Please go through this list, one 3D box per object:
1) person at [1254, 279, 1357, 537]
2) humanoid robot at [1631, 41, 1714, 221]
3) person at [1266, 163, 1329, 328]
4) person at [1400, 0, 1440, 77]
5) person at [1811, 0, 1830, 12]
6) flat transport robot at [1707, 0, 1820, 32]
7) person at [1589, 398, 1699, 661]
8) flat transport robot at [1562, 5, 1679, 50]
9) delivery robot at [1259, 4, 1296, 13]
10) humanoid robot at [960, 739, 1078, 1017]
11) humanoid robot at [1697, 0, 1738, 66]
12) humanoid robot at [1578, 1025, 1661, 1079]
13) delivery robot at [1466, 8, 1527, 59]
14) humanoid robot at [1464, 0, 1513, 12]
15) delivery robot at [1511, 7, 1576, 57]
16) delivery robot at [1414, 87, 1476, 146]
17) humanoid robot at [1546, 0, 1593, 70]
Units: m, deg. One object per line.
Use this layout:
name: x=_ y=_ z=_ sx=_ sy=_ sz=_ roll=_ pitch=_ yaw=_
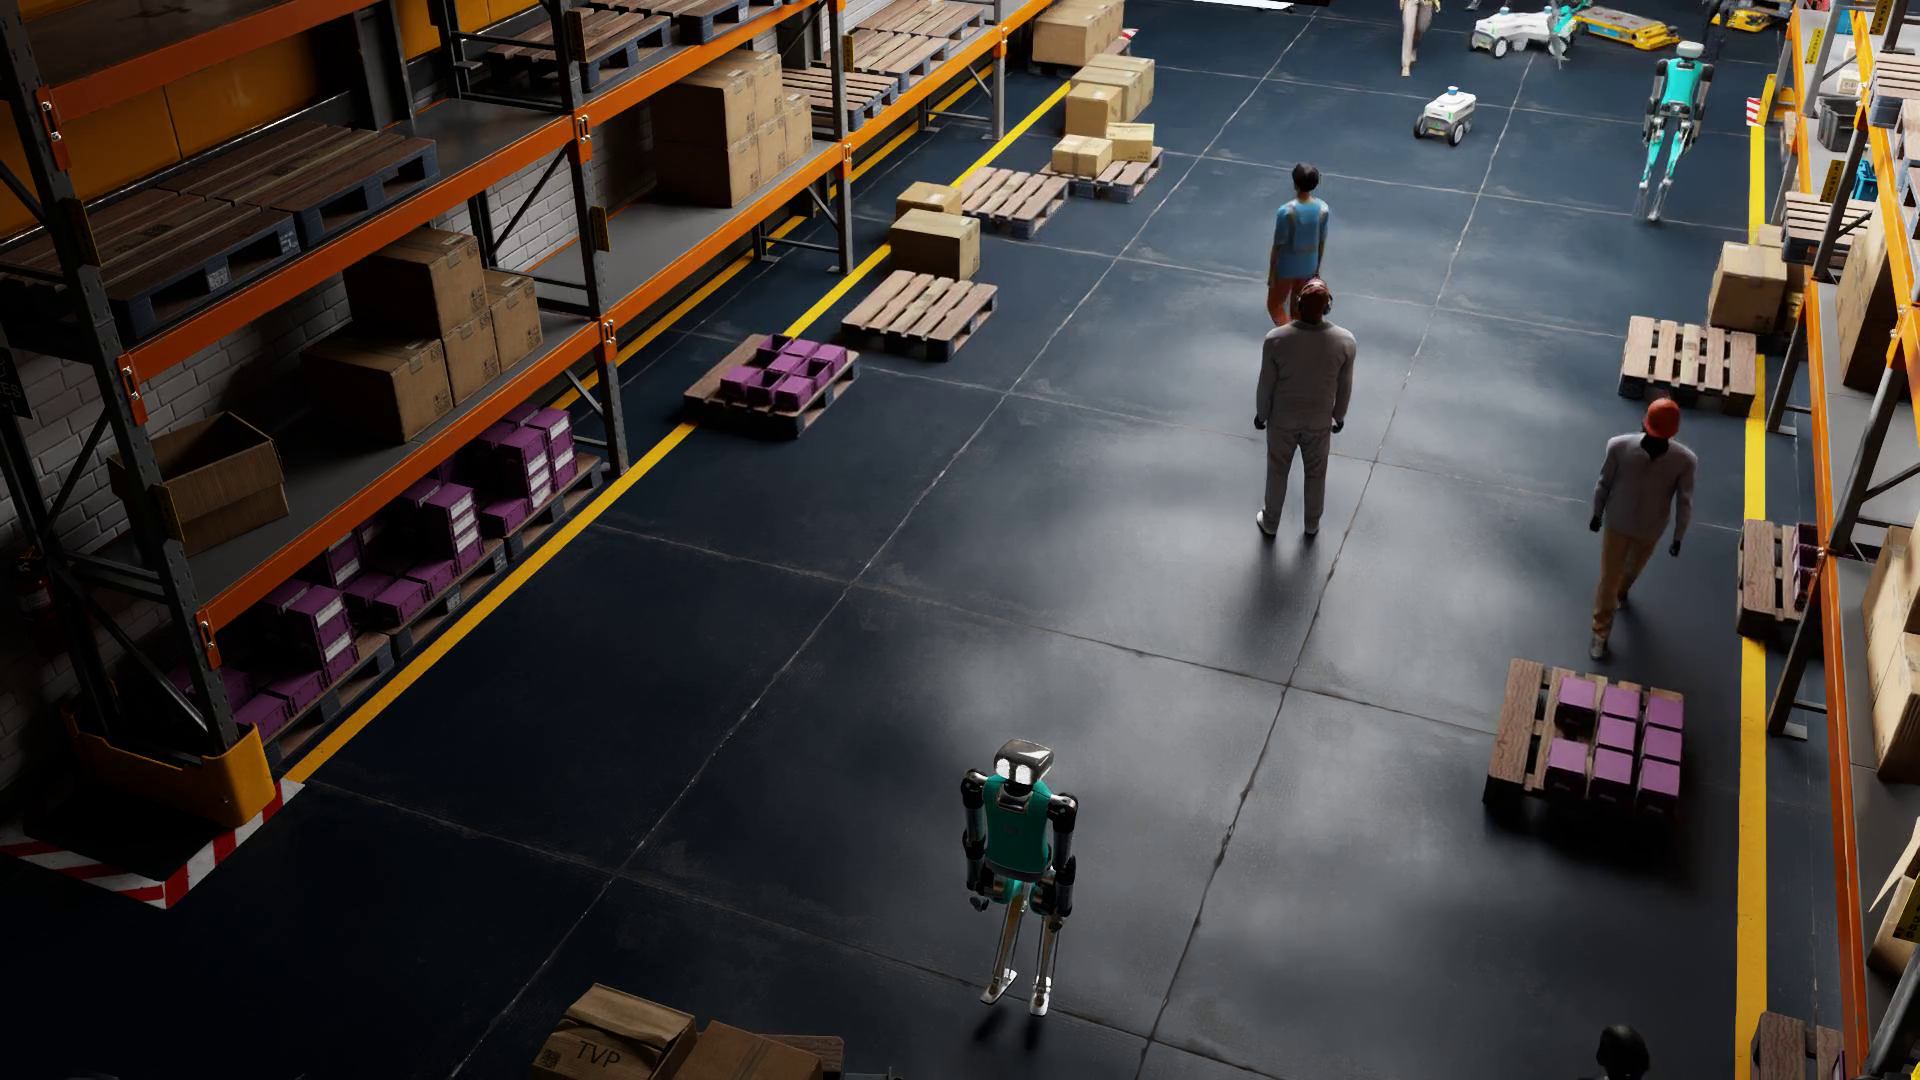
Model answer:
person: x=2.347 y=-0.894 z=11.468 sx=0.642 sy=1.907 sz=0.403 roll=2 pitch=33 yaw=2
humanoid robot: x=6.937 y=-3.874 z=16.328 sx=0.530 sy=1.874 sz=0.771 roll=14 pitch=36 yaw=21
person: x=2.776 y=-2.225 z=13.663 sx=0.482 sy=1.757 sz=0.460 roll=-8 pitch=34 yaw=-12
person: x=5.697 y=-6.716 z=20.622 sx=0.479 sy=1.744 sz=0.832 roll=4 pitch=33 yaw=7
person: x=11.162 y=-7.292 z=21.535 sx=0.536 sy=1.725 sz=0.822 roll=3 pitch=33 yaw=5
flat transport robot: x=10.939 y=-7.253 z=22.817 sx=1.431 sy=0.231 sz=0.659 roll=-27 pitch=41 yaw=-35
person: x=4.286 y=-0.154 z=10.496 sx=0.576 sy=1.708 sz=0.882 roll=12 pitch=35 yaw=17
flat transport robot: x=8.770 y=-6.839 z=22.176 sx=0.659 sy=0.231 sz=1.431 roll=-22 pitch=39 yaw=-30
delivery robot: x=4.429 y=-7.678 z=23.221 sx=0.499 sy=0.606 sz=0.801 roll=2 pitch=33 yaw=3
humanoid robot: x=0.341 y=1.498 z=7.798 sx=0.533 sy=1.677 sz=0.735 roll=12 pitch=35 yaw=18
humanoid robot: x=9.558 y=-6.795 z=20.827 sx=0.368 sy=1.640 sz=0.609 roll=-10 pitch=34 yaw=-14
humanoid robot: x=2.392 y=2.505 z=6.421 sx=0.604 sy=1.639 sz=0.371 roll=-8 pitch=34 yaw=-12
delivery robot: x=6.980 y=-6.565 z=21.487 sx=0.792 sy=0.592 sz=0.499 roll=-20 pitch=38 yaw=-27
humanoid robot: x=7.488 y=-8.119 z=22.833 sx=0.830 sy=1.786 sz=0.544 roll=-10 pitch=34 yaw=-14
delivery robot: x=7.570 y=-6.599 z=21.523 sx=0.759 sy=0.575 sz=0.499 roll=16 pitch=36 yaw=23
delivery robot: x=5.504 y=-4.797 z=18.756 sx=0.499 sy=0.599 sz=0.784 roll=23 pitch=39 yaw=31
humanoid robot: x=7.588 y=-6.750 z=20.722 sx=0.742 sy=1.827 sz=0.532 roll=27 pitch=42 yaw=35
